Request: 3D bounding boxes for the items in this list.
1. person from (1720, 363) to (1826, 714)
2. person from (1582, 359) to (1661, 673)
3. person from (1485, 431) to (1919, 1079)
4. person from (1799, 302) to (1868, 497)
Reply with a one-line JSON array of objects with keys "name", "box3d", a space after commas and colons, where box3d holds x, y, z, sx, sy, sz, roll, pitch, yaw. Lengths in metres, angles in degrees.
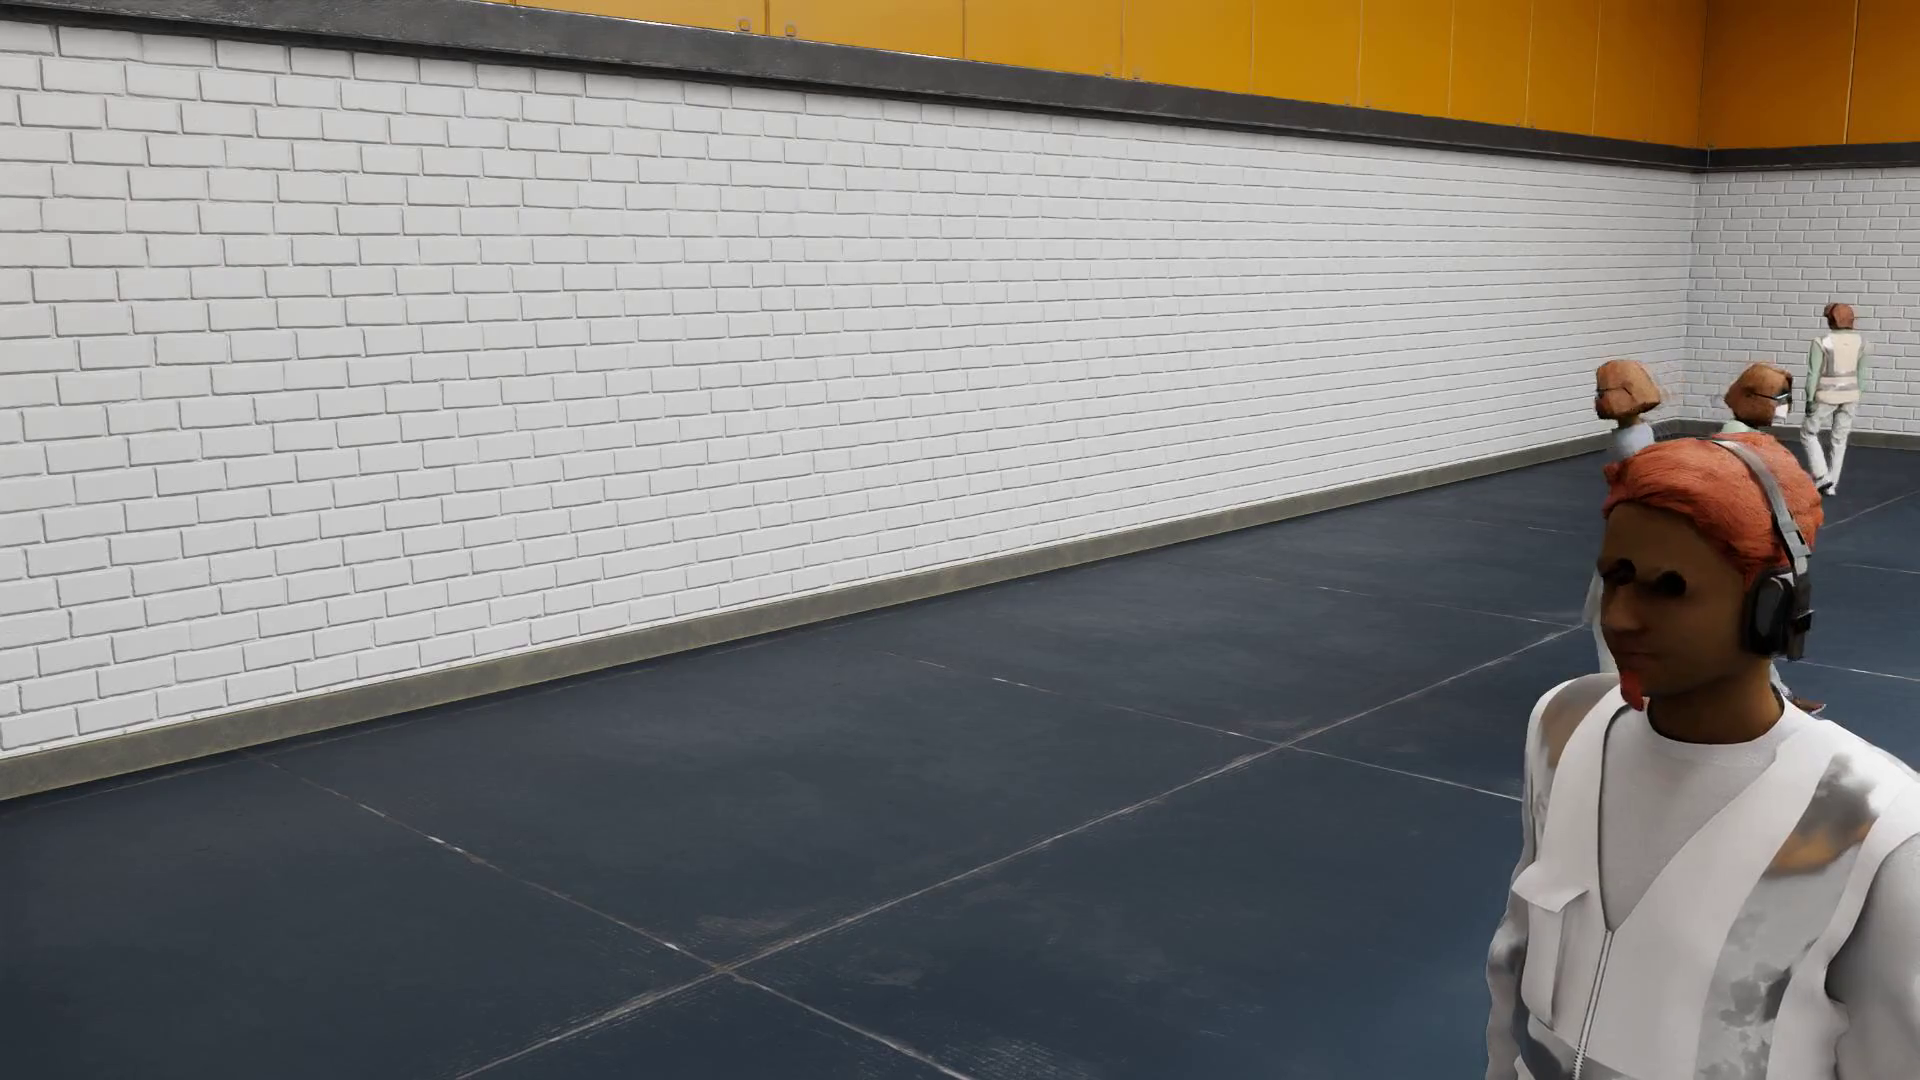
[{"name": "person", "box3d": [3.341, 0.023, 7.238, 0.873, 1.583, 0.530, 6, 12, 31]}, {"name": "person", "box3d": [2.818, 0.059, 6.940, 0.441, 1.614, 0.542, 4, 11, 22]}, {"name": "person", "box3d": [0.799, 0.814, 1.893, 0.342, 1.880, 0.587, -4, 11, -23]}, {"name": "person", "box3d": [7.257, -1.156, 13.828, 0.538, 1.631, 0.367, -1, 10, -5]}]
